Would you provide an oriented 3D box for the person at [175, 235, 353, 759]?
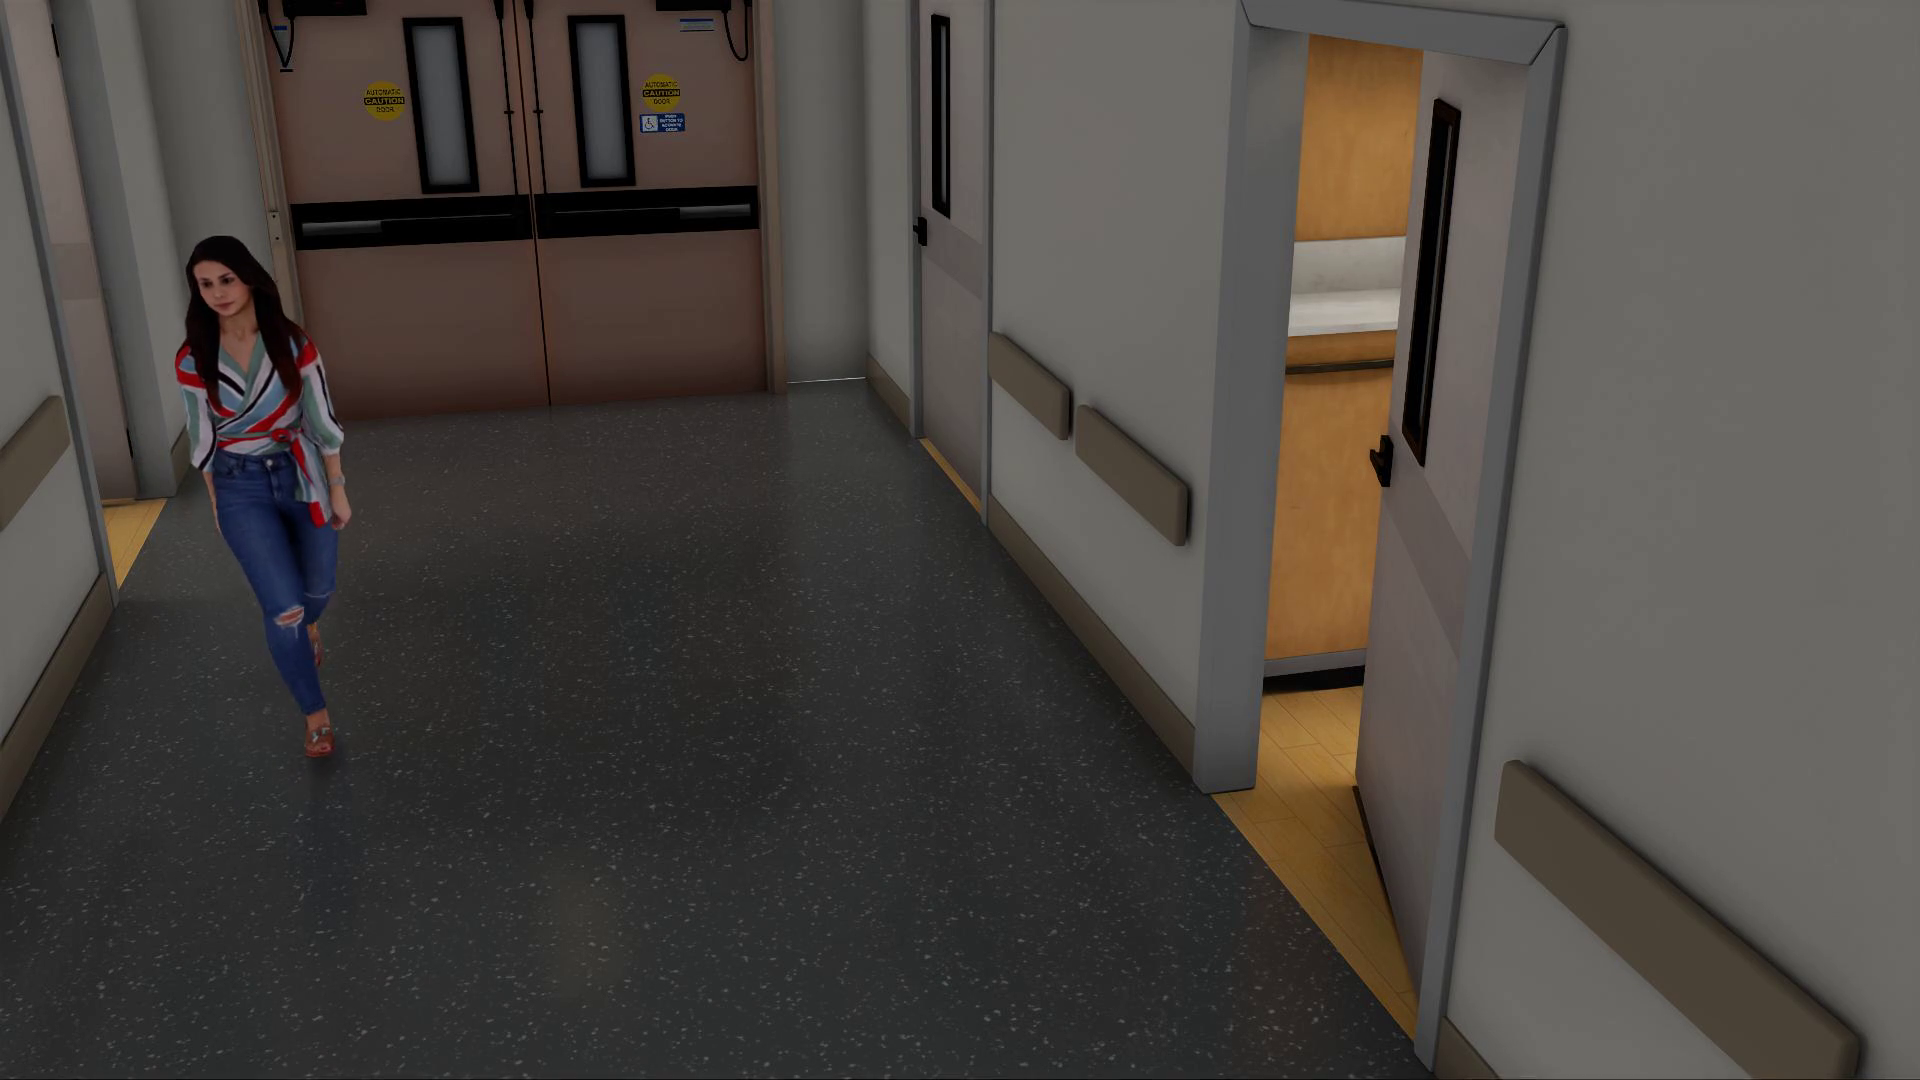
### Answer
[{"bbox_3d":[-2.148,-0.153,5.211,0.733,1.579,1.112,-10,23,-25],"label":"person"}]
